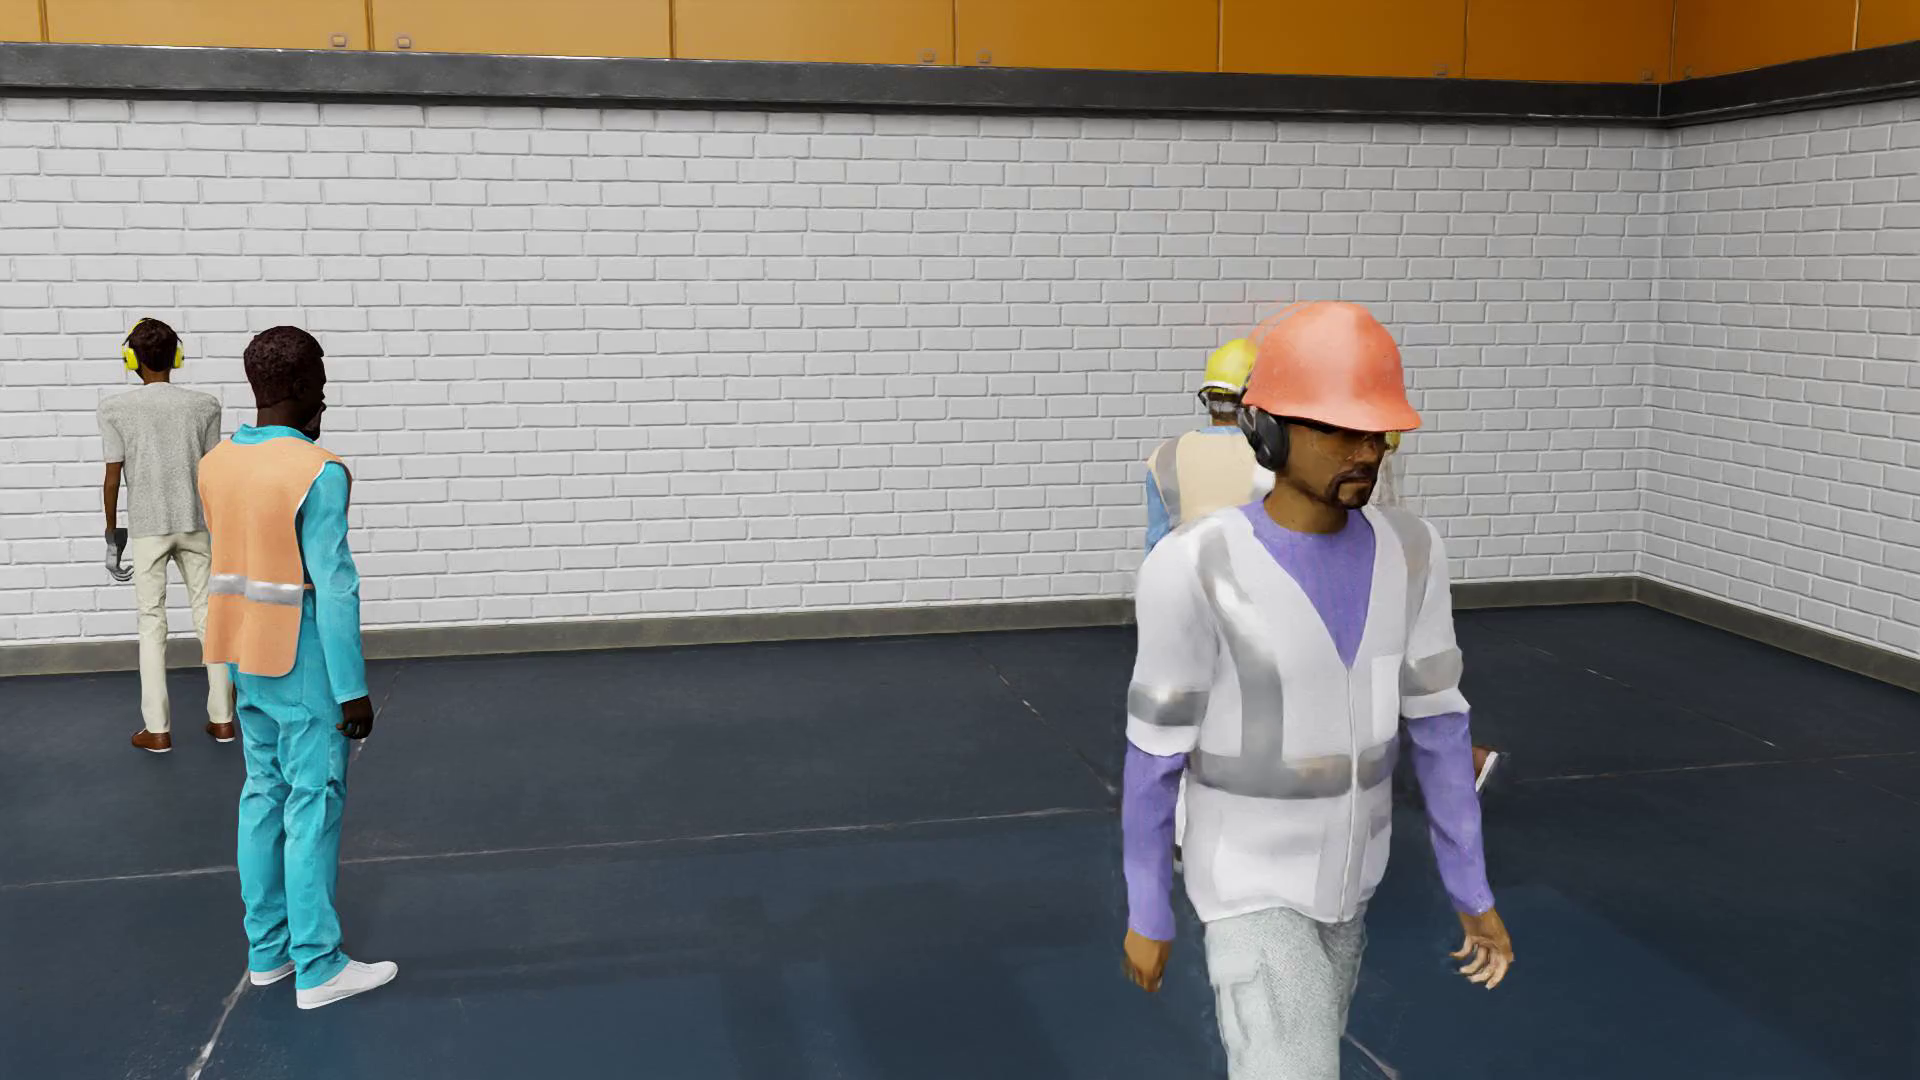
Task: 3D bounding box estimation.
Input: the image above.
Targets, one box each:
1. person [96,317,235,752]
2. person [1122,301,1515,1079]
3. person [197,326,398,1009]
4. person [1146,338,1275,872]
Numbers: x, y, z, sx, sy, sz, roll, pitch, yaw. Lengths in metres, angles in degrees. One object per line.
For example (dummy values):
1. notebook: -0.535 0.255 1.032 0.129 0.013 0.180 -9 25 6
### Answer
1. person: -3.414 -0.020 7.170 0.508 1.861 0.327 -7 12 -37
2. person: 0.651 0.611 2.836 0.617 2.000 0.951 -5 11 -29
3. person: -1.894 0.360 4.688 0.587 1.911 0.397 6 11 35
4. person: 0.925 0.242 5.632 0.590 1.834 0.403 5 11 30
